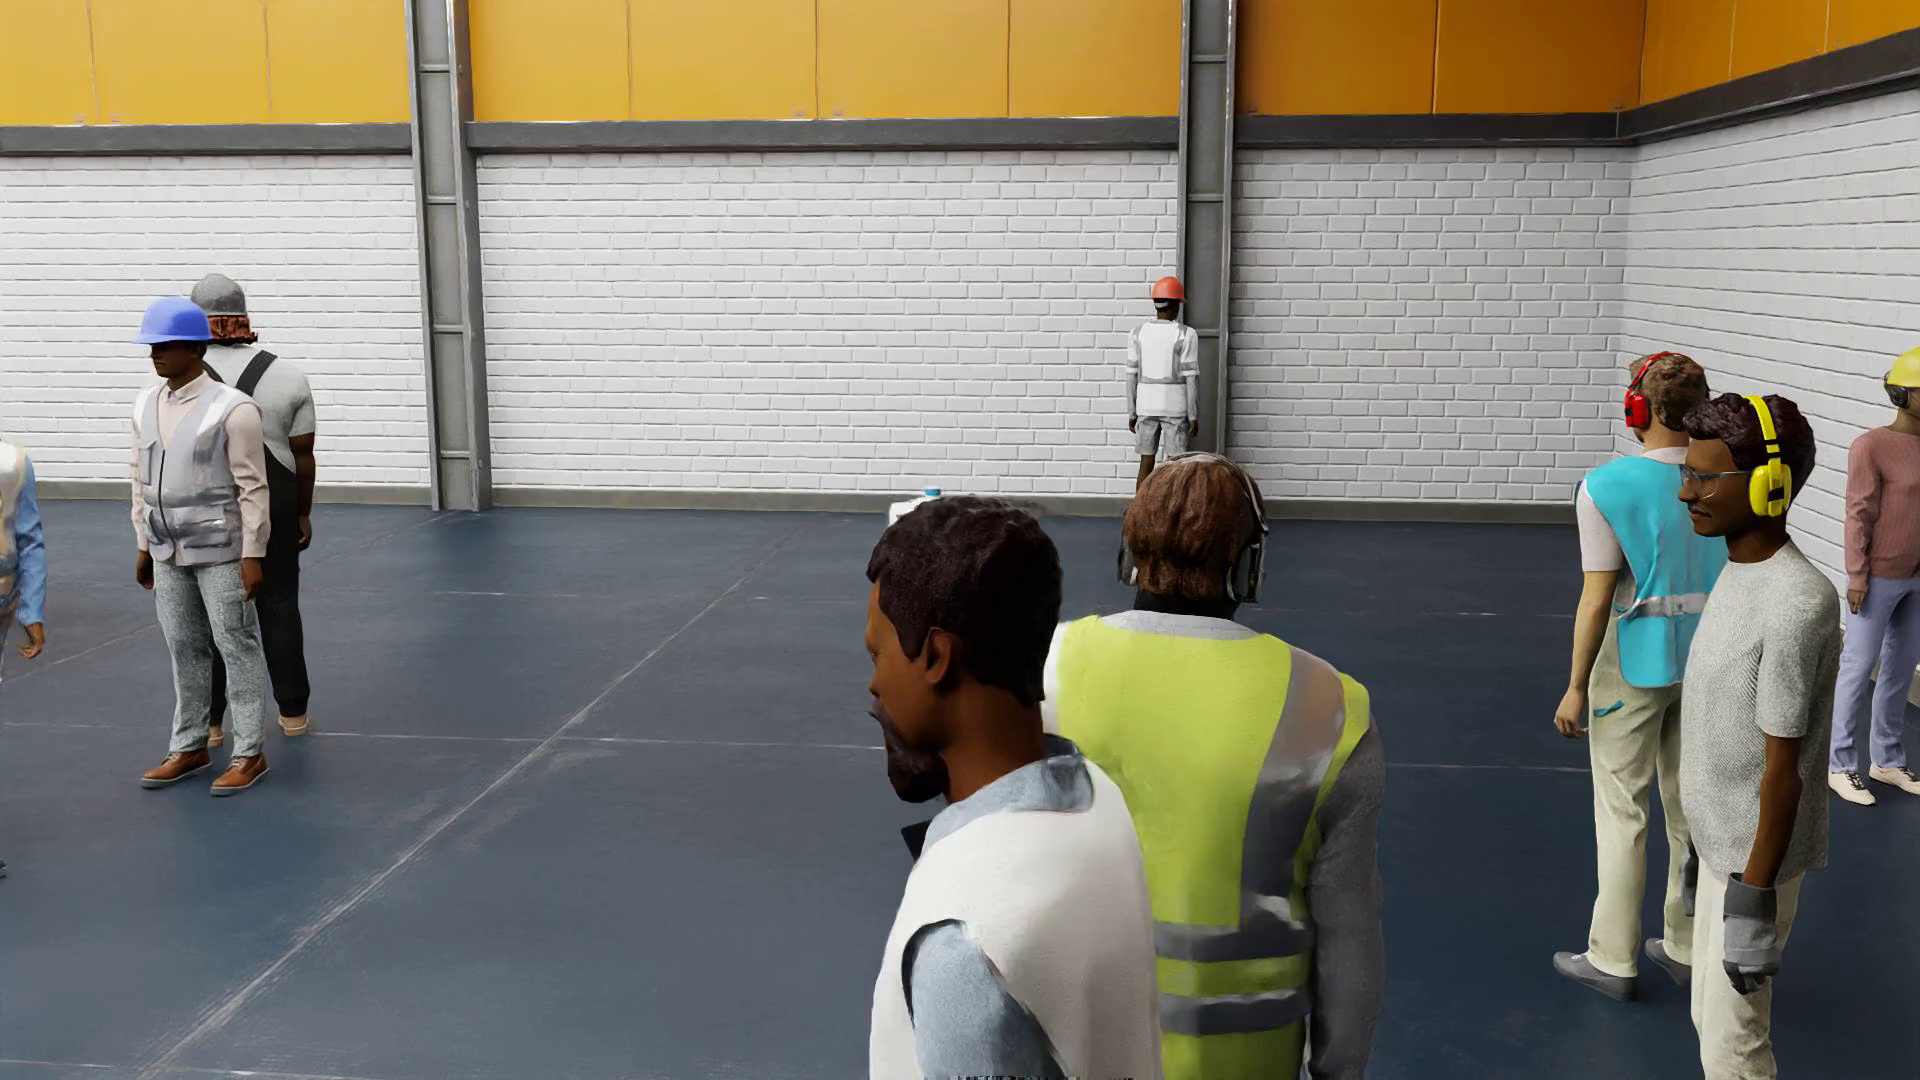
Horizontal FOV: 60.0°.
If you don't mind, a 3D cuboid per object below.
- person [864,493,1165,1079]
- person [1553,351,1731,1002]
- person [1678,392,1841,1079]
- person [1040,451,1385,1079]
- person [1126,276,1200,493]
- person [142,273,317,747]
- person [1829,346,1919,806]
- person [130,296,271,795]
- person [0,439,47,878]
[{"bbox_3d":[0.145,0.891,1.801,0.804,1.878,0.621,1,10,6],"label":"person"},{"bbox_3d":[1.976,0.396,4.710,0.570,1.840,0.372,-3,10,-15],"label":"person"},{"bbox_3d":[1.519,0.638,3.289,0.333,1.860,0.510,3,10,15],"label":"person"},{"bbox_3d":[0.326,0.775,2.592,0.636,1.830,0.429,3,10,15],"label":"person"},{"bbox_3d":[1.493,-0.951,12.158,0.551,1.932,0.376,5,11,27],"label":"person"},{"bbox_3d":[-3.162,-0.144,7.238,0.681,2.000,0.535,-6,11,-29],"label":"person"},{"bbox_3d":[3.622,0.137,6.414,0.525,1.769,0.308,-4,11,-20],"label":"person"},{"bbox_3d":[-2.978,0.029,6.509,0.605,1.949,0.399,4,11,20],"label":"person"},{"bbox_3d":[-3.520,0.241,5.775,0.799,1.787,0.602,8,13,39],"label":"person"}]
